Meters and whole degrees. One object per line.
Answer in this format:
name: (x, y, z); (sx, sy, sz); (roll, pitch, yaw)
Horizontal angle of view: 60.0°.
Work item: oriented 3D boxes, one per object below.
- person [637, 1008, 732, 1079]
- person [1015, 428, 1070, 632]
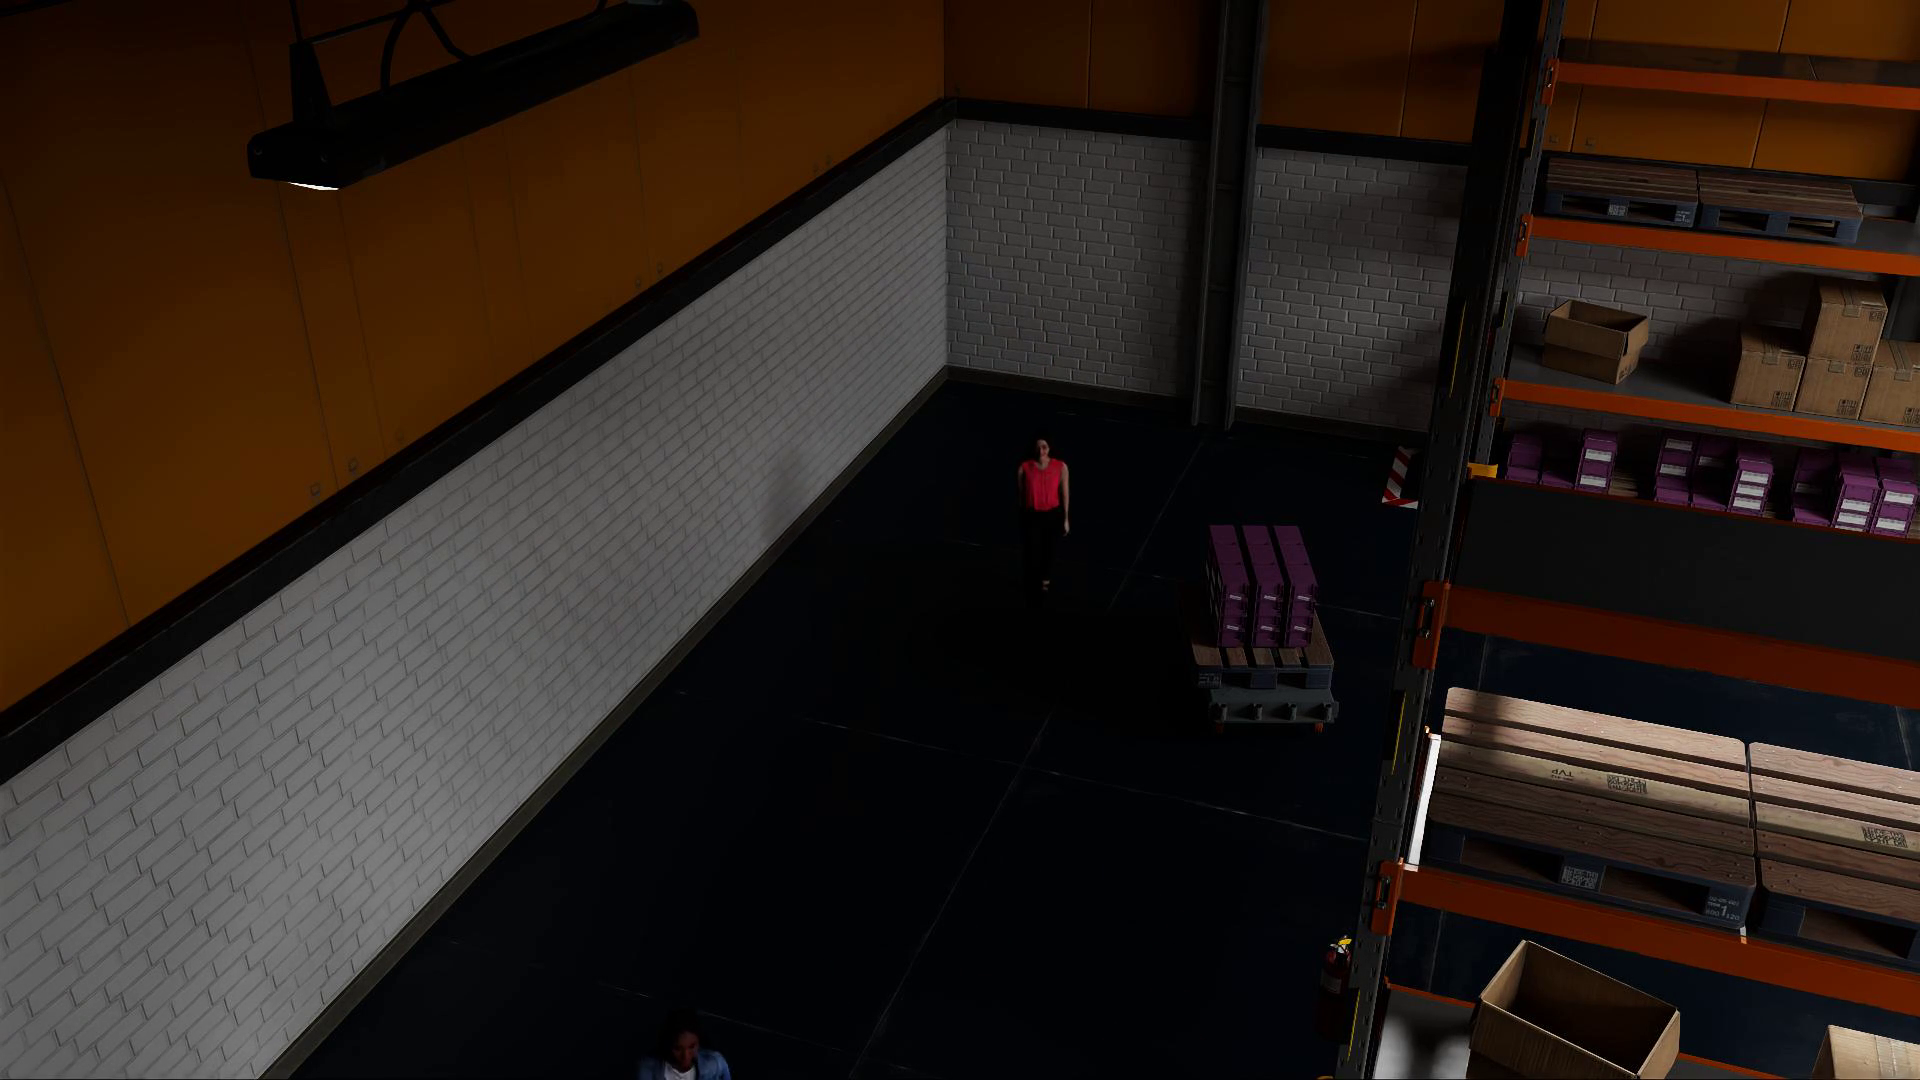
person: (-1.296, 2.847, 7.930); (0.989, 1.697, 0.942); (-3, 29, -6)
person: (0.672, -0.162, 13.529); (1.112, 1.618, 0.962); (-2, 29, -4)
